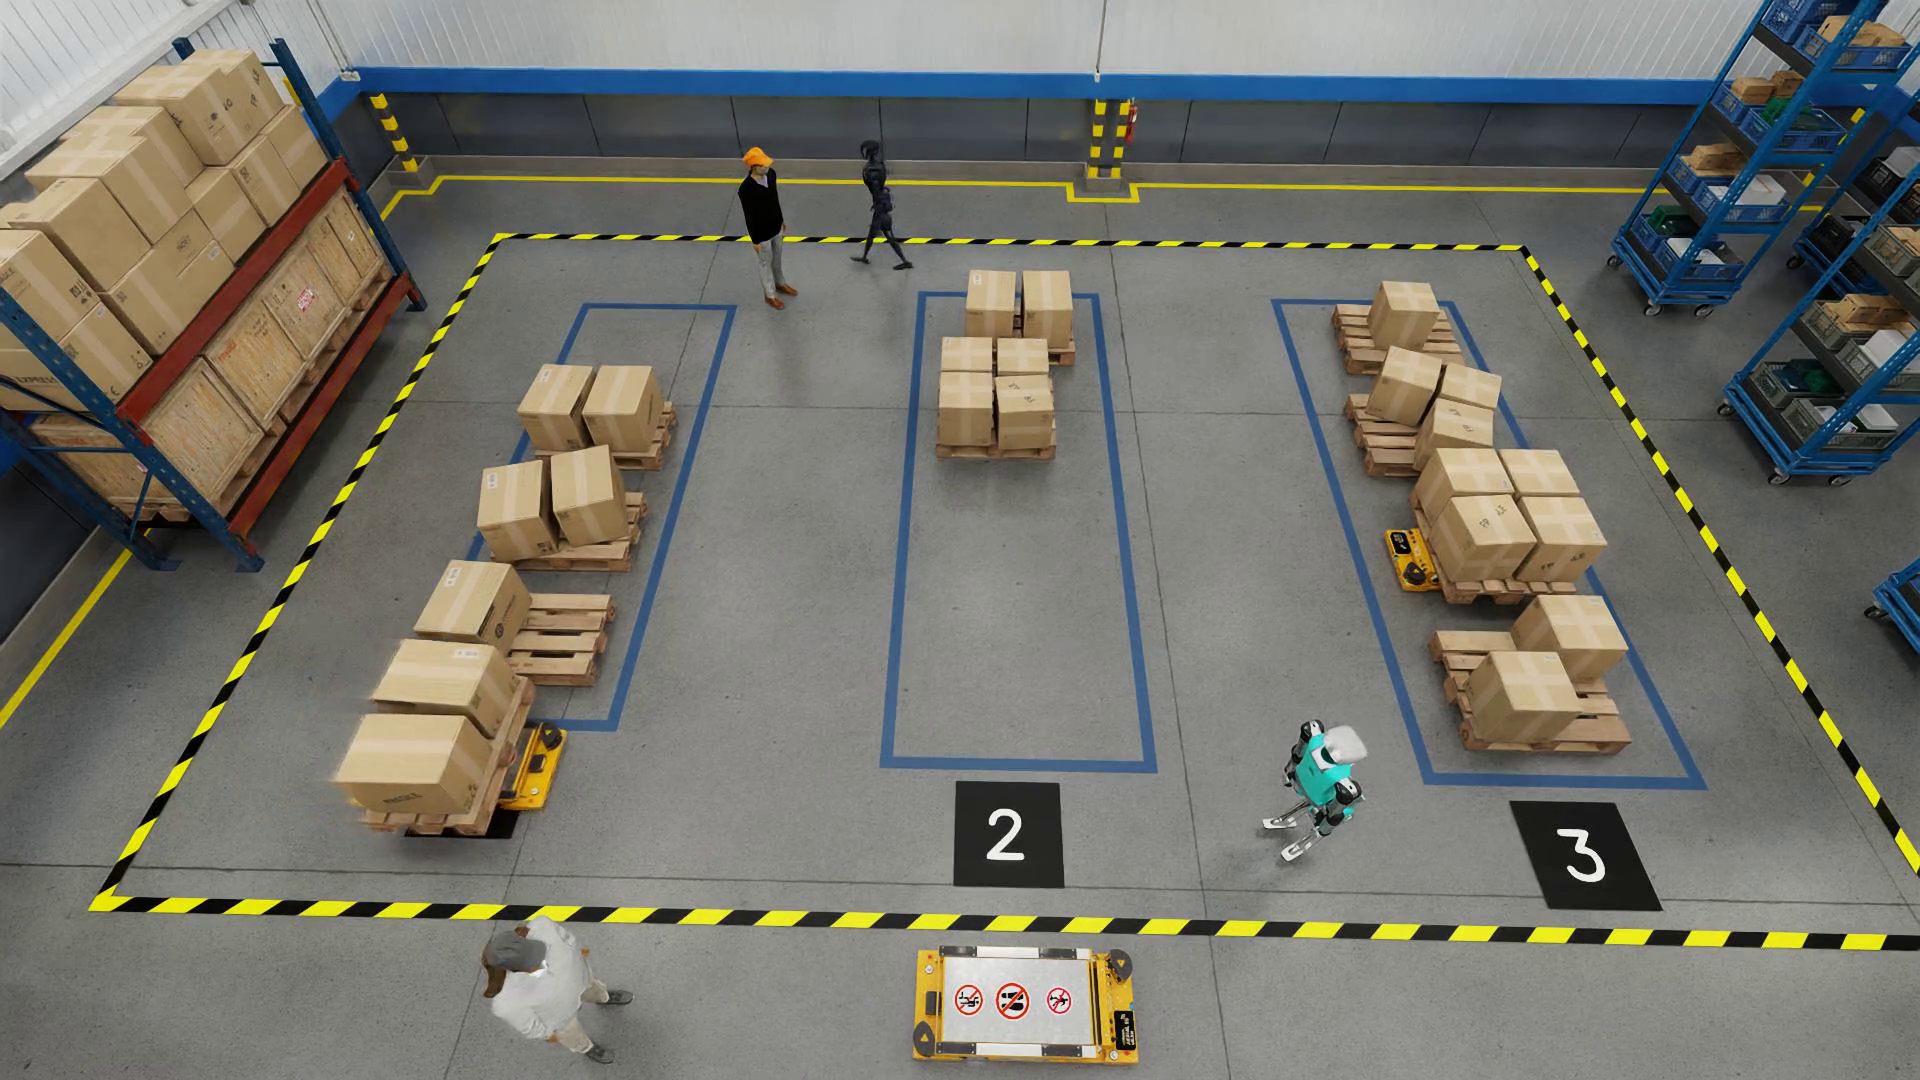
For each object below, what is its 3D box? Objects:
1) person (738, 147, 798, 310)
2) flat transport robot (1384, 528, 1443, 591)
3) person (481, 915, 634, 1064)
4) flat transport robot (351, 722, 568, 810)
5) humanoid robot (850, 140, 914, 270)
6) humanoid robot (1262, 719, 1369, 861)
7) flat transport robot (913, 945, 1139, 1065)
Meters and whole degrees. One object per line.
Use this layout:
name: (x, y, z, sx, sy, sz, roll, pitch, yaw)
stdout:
person: (-2.153, -3.492, 10.291, 0.369, 1.883, 0.590, 21, 54, 17)
flat transport robot: (4.694, 0.155, 8.341, 1.431, 0.197, 0.652, 1, 51, 1)
person: (-2.367, 2.635, 5.368, 0.398, 1.768, 0.572, 5, 51, 4)
flat transport robot: (-3.855, 1.722, 7.064, 1.431, 0.197, 0.652, 1, 51, 1)
humanoid robot: (-0.965, -3.904, 10.788, 0.774, 1.622, 0.605, -7, 51, -5)
humanoid robot: (2.495, 1.654, 6.101, 0.735, 1.681, 0.533, -13, 52, -10)
flat transport robot: (0.422, 3.041, 6.007, 1.431, 0.231, 0.659, 1, 51, 1)
